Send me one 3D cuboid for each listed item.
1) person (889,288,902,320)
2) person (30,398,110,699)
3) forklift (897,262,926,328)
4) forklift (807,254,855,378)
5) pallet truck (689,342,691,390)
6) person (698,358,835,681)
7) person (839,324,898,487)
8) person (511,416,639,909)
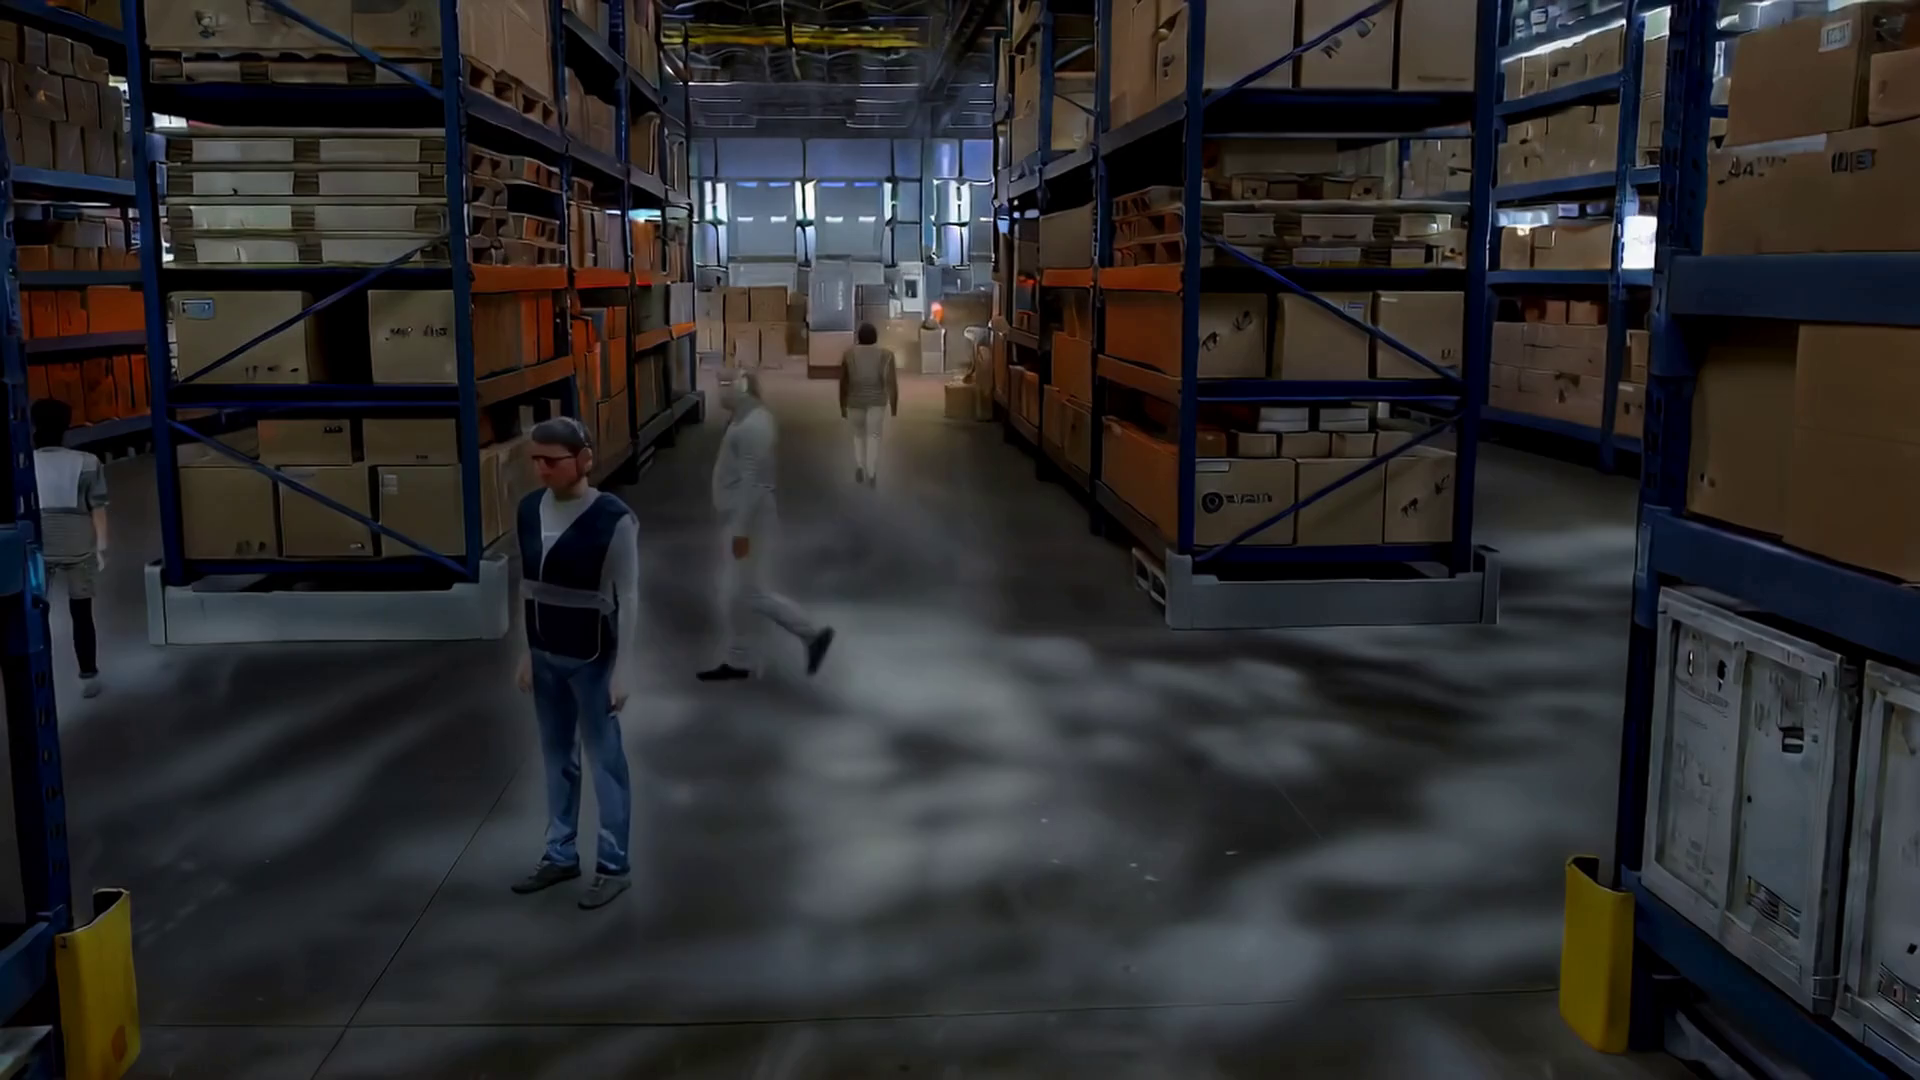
[{"bbox_3d":[-2.299,-7.827,57.975,0.635,1.928,0.383,4,10,22],"label":"person"},{"bbox_3d":[-4.989,0.063,9.189,0.565,1.684,0.353,-8,12,-40],"label":"person"},{"bbox_3d":[-1.780,-8.547,59.499,1.129,2.768,1.873,-1,9,-4],"label":"forklift"},{"bbox_3d":[-2.943,-5.146,38.143,1.129,2.768,1.873,-1,9,-4],"label":"forklift"},{"bbox_3d":[-5.225,-3.008,27.480,1.885,1.965,0.823,2,9,14],"label":"pallet truck"},{"bbox_3d":[-1.144,-0.102,9.580,0.692,1.885,0.643,-2,9,-14],"label":"person"},{"bbox_3d":[-1.026,-1.535,18.828,0.660,1.803,0.900,0,9,0],"label":"person"},{"bbox_3d":[-1.436,0.448,6.264,0.564,1.842,0.388,5,11,31],"label":"person"}]
